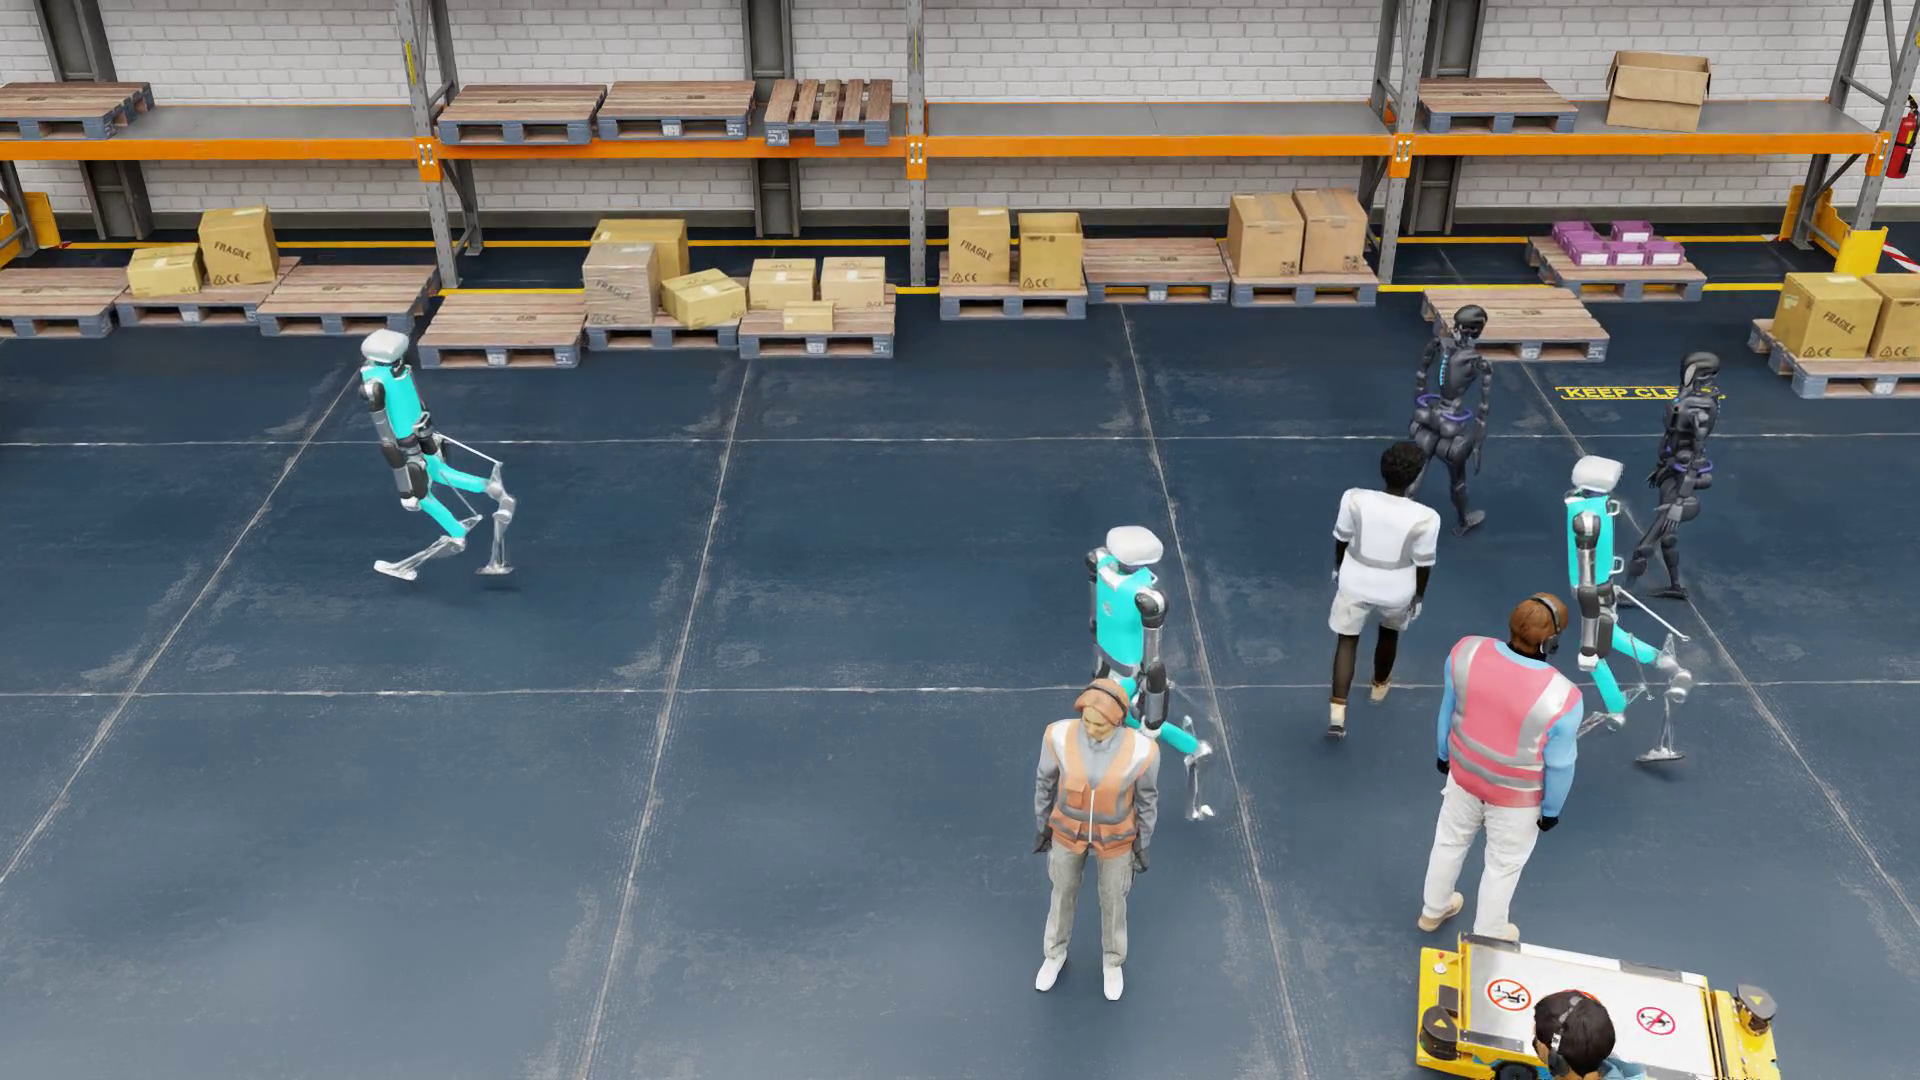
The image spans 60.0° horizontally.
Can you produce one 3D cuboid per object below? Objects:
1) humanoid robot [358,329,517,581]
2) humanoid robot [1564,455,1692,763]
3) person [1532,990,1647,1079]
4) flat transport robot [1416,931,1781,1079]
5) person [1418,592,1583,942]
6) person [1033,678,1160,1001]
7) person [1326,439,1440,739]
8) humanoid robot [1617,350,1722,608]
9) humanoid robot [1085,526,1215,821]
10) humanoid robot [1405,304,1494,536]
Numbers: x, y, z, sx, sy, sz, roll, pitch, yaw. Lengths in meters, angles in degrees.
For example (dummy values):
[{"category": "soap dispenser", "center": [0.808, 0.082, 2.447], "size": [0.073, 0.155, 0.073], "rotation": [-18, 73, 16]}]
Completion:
[{"category": "humanoid robot", "center": [-3.001, -0.399, 9.677], "size": [1.063, 1.738, 0.577], "rotation": [3, 31, 4]}, {"category": "humanoid robot", "center": [3.407, 0.470, 8.263], "size": [1.012, 1.760, 0.554], "rotation": [12, 33, 19]}, {"category": "person", "center": [1.991, 2.198, 5.231], "size": [0.825, 1.842, 0.590], "rotation": [15, 34, 23]}, {"category": "flat transport robot", "center": [2.670, 2.056, 6.989], "size": [1.431, 0.231, 0.659], "rotation": [8, 32, 13]}, {"category": "person", "center": [2.338, 1.023, 7.195], "size": [0.431, 1.837, 0.629], "rotation": [-26, 39, -36]}, {"category": "person", "center": [0.562, 1.252, 6.995], "size": [0.513, 1.638, 0.310], "rotation": [7, 32, 11]}, {"category": "person", "center": [2.162, 0.256, 8.623], "size": [0.533, 1.667, 0.742], "rotation": [10, 32, 16]}, {"category": "humanoid robot", "center": [4.104, -0.346, 9.628], "size": [0.599, 1.635, 0.590], "rotation": [4, 31, 6]}, {"category": "humanoid robot", "center": [0.985, 0.682, 7.920], "size": [0.853, 1.810, 0.530], "rotation": [-16, 34, -24]}, {"category": "humanoid robot", "center": [3.010, -0.714, 10.276], "size": [0.764, 1.627, 0.601], "rotation": [-20, 36, -30]}]
